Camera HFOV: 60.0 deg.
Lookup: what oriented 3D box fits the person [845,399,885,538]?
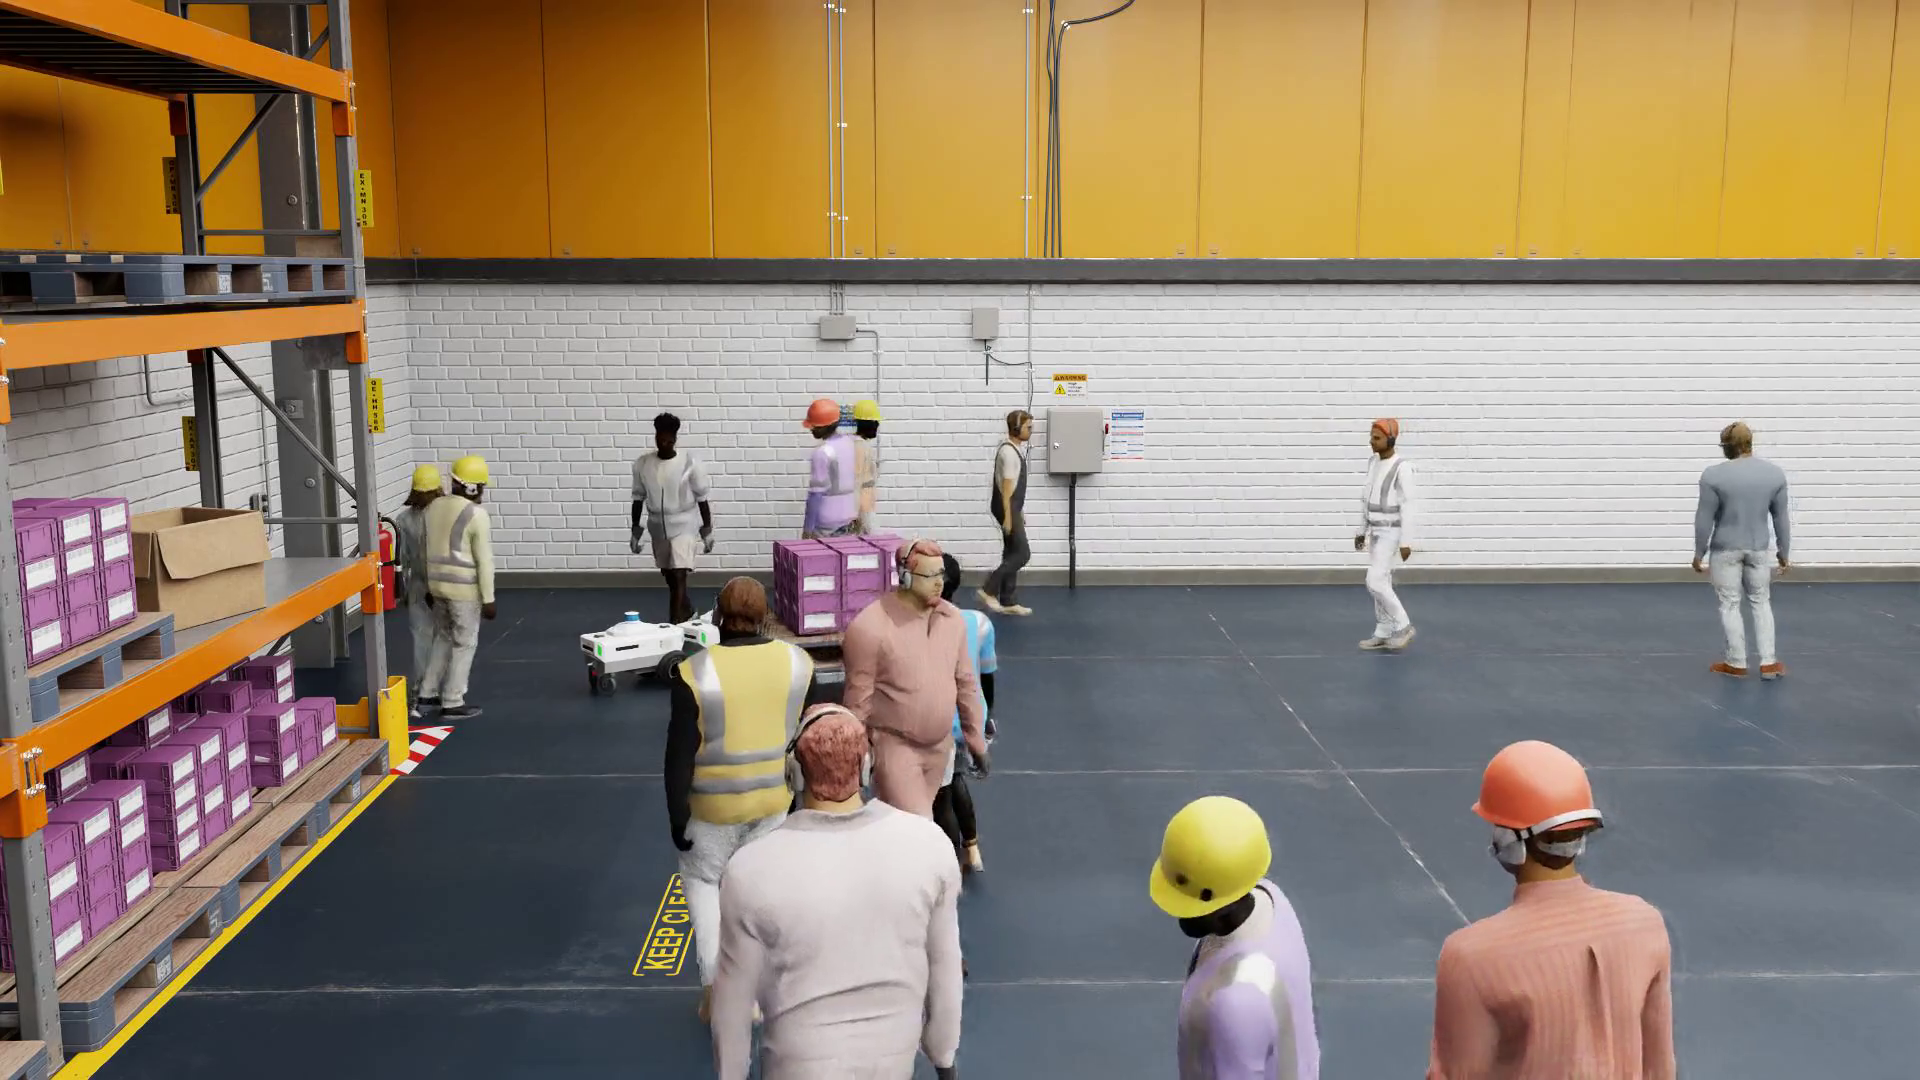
[{"bbox_3d":[-0.972,-0.329,14.924,0.940,1.887,0.599,-2,9,-9],"label":"person"}]

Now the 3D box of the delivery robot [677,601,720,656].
[{"bbox_3d":[-1.772,0.691,12.448,0.477,0.478,0.707,7,12,38],"label":"delivery robot"}]

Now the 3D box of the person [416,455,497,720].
[{"bbox_3d":[-3.357,0.320,11.224,0.619,1.799,0.472,7,12,37],"label":"person"}]

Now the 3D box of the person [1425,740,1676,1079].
[{"bbox_3d":[1.337,1.440,3.805,0.631,1.973,0.514,-4,10,-25],"label":"person"}]

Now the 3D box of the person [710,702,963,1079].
[{"bbox_3d":[-0.354,1.364,4.502,0.671,1.891,0.508,-4,10,-22],"label":"person"}]

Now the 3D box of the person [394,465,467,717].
[{"bbox_3d":[-3.647,0.309,11.577,0.502,1.707,0.821,-2,10,-13],"label":"person"}]

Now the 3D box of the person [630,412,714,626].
[{"bbox_3d":[-2.340,-0.105,13.479,0.650,1.922,1.033,2,9,13],"label":"person"}]

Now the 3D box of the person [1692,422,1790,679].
[{"bbox_3d":[5.798,0.092,12.296,0.735,1.909,0.370,0,9,1],"label":"person"}]

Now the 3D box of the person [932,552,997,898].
[{"bbox_3d":[-0.081,0.887,8.066,0.527,1.678,0.431,-7,11,-36],"label":"person"}]

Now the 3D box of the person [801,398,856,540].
[{"bbox_3d":[-1.097,-0.179,13.674,0.440,1.992,0.644,5,10,27],"label":"person"}]

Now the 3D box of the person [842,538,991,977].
[{"bbox_3d":[-0.127,0.927,7.253,0.923,1.863,0.676,9,13,44],"label":"person"}]

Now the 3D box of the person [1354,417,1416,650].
[{"bbox_3d":[3.343,-0.036,13.175,0.404,1.874,0.592,-2,9,-10],"label":"person"}]

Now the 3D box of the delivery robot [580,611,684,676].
[{"bbox_3d":[-2.366,0.761,12.016,0.707,0.478,0.477,-7,11,-36],"label":"delivery robot"}]

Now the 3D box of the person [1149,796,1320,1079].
[{"bbox_3d":[0.672,1.464,3.972,0.383,1.878,0.730,3,10,17],"label":"person"}]

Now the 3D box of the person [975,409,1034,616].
[{"bbox_3d":[0.434,-0.228,14.480,0.429,1.826,0.515,1,9,4],"label":"person"}]

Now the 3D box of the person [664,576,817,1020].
[{"bbox_3d":[-0.887,1.048,6.685,0.640,1.821,0.435,-5,10,-28],"label":"person"}]
